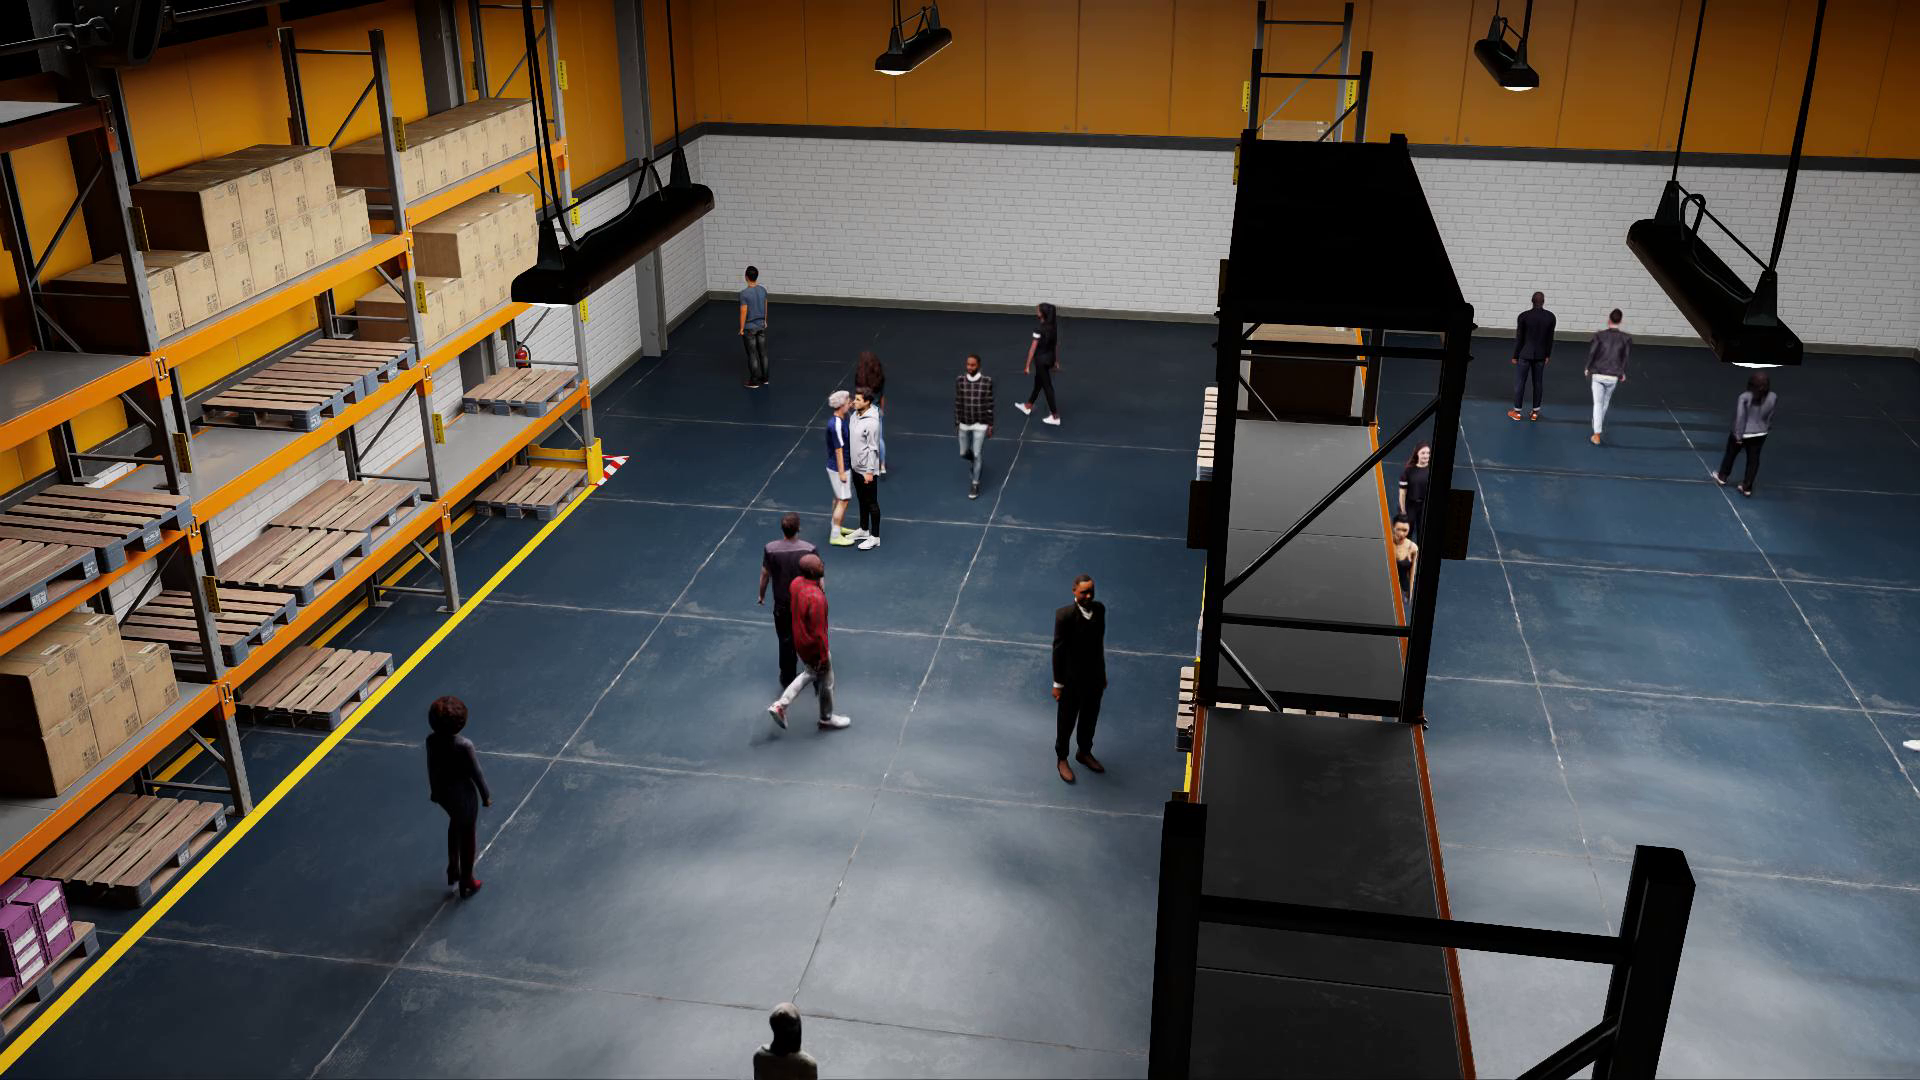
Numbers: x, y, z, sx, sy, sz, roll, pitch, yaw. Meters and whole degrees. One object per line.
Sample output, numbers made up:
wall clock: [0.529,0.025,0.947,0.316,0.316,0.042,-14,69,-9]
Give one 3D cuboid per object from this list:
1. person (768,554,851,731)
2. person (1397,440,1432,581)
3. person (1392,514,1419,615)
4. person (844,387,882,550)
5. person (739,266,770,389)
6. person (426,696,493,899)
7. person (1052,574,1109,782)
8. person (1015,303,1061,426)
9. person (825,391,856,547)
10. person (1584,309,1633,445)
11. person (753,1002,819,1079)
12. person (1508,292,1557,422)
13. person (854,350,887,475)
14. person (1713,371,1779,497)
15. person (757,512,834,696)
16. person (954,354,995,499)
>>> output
person: [-1.414,0.957,15.126,1.097,1.806,1.066,-13,27,-28]
person: [5.032,-0.375,18.424,0.723,1.606,1.025,-1,24,-2]
person: [4.216,0.500,16.303,0.605,1.701,0.908,6,24,14]
person: [-1.084,-0.855,19.119,0.834,1.929,0.771,-15,28,-31]
person: [-3.028,-3.149,24.514,0.788,1.810,0.678,21,31,39]
person: [-3.930,2.023,12.819,0.658,1.701,0.649,8,25,18]
person: [1.052,1.169,14.519,0.799,1.904,0.837,-13,27,-27]
person: [1.237,-2.400,22.938,0.993,1.702,1.084,17,29,33]
person: [-1.411,-0.849,19.230,0.762,1.829,0.597,-3,24,-7]
person: [8.649,-2.156,22.243,0.692,1.810,1.027,3,24,6]
person: [-1.021,3.427,9.707,0.666,1.621,0.974,7,25,16]
person: [7.965,-2.563,23.164,0.709,1.818,0.630,1,24,3]
person: [-1.116,-1.594,21.256,1.020,1.570,1.187,-11,26,-23]
person: [9.804,-1.298,20.582,0.765,1.569,0.936,0,24,0]
person: [-1.549,0.607,15.872,0.916,1.850,0.779,-2,24,-5]
person: [0.210,-1.466,20.673,0.704,1.803,0.943,6,24,13]
